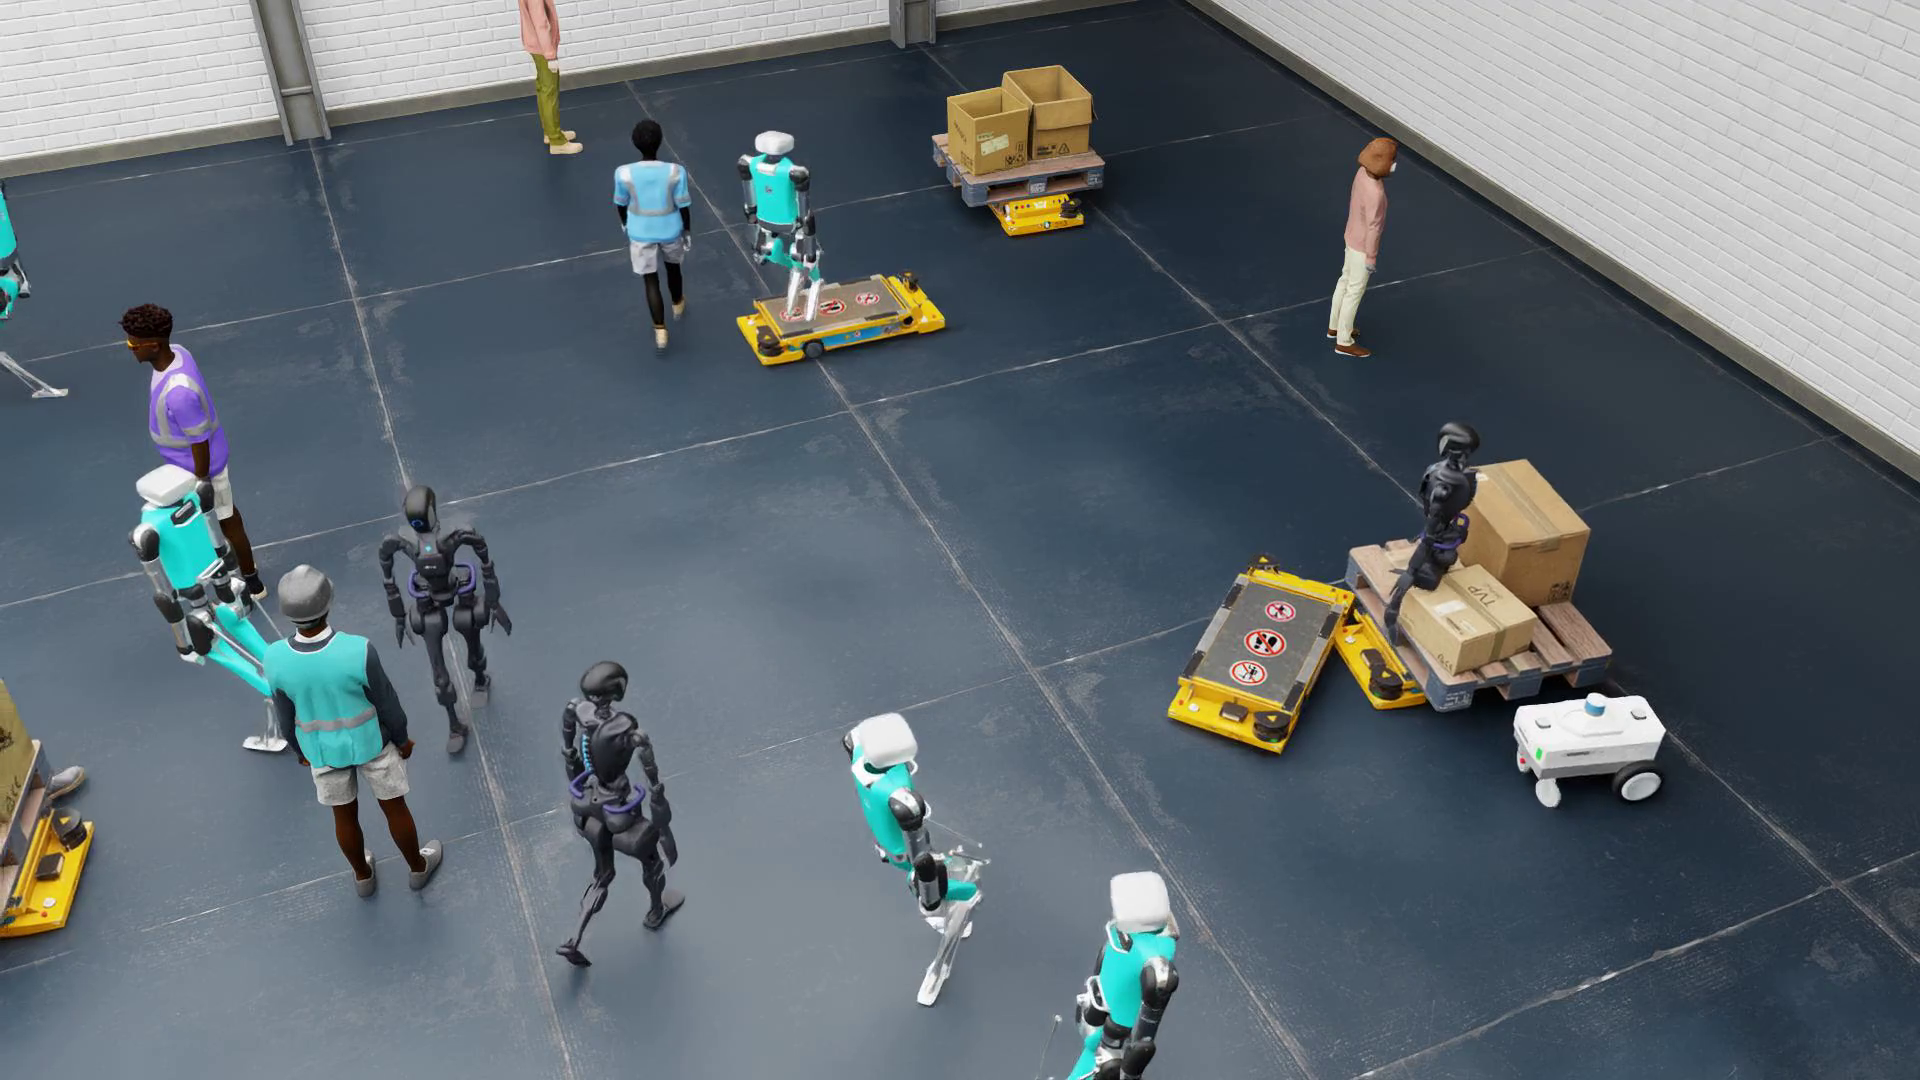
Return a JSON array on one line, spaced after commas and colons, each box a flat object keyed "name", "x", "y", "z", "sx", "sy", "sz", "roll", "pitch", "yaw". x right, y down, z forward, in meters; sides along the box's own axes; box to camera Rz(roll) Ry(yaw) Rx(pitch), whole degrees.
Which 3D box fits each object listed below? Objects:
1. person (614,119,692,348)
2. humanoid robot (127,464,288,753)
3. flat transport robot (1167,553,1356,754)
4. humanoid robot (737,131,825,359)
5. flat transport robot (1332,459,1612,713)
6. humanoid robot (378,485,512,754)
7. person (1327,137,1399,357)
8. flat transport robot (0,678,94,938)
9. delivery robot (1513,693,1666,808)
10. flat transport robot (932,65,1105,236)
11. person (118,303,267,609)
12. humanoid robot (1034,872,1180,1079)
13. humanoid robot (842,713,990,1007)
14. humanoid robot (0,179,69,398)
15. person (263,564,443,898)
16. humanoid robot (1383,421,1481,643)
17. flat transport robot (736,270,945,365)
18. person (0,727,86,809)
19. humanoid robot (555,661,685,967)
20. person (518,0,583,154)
[{"name": "person", "x": -2.198, "y": -2.227, "z": 12.040, "sx": 0.534, "sy": 1.674, "sz": 0.761, "roll": -8, "pitch": 38, "yaw": -11}, {"name": "humanoid robot", "x": -3.664, "y": 0.468, "z": 8.524, "sx": 0.659, "sy": 1.875, "sz": 0.543, "roll": 10, "pitch": 39, "yaw": 13}, {"name": "flat transport robot", "x": 1.744, "y": 0.615, "z": 9.473, "sx": 0.659, "sy": 0.231, "sz": 1.431, "roll": 17, "pitch": 41, "yaw": 21}, {"name": "humanoid robot", "x": -1.173, "y": -2.153, "z": 11.845, "sx": 0.545, "sy": 1.752, "sz": 0.762, "roll": 14, "pitch": 40, "yaw": 18}, {"name": "flat transport robot", "x": 2.907, "y": 0.587, "z": 9.509, "sx": 1.431, "sy": 0.231, "sz": 0.659, "roll": -9, "pitch": 38, "yaw": -11}, {"name": "humanoid robot", "x": -2.671, "y": 0.354, "z": 8.679, "sx": 0.596, "sy": 1.637, "sz": 0.711, "roll": -8, "pitch": 38, "yaw": -10}, {"name": "person", "x": 2.889, "y": -2.106, "z": 11.892, "sx": 0.277, "sy": 1.631, "sz": 0.506, "roll": -1, "pitch": 38, "yaw": -2}, {"name": "flat transport robot", "x": -5.053, "y": 1.686, "z": 8.078, "sx": 1.431, "sy": 0.231, "sz": 0.659, "roll": -6, "pitch": 38, "yaw": -8}, {"name": "delivery robot", "x": 3.270, "y": 1.054, "z": 8.661, "sx": 0.740, "sy": 0.587, "sz": 0.525, "roll": -4, "pitch": 38, "yaw": -6}, {"name": "flat transport robot", "x": 0.498, "y": -3.027, "z": 14.214, "sx": 0.659, "sy": 0.231, "sz": 1.431, "roll": -12, "pitch": 39, "yaw": -15}, {"name": "person", "x": -4.366, "y": -0.474, "z": 9.499, "sx": 0.367, "sy": 1.966, "sz": 0.603, "roll": -17, "pitch": 41, "yaw": -21}, {"name": "humanoid robot", "x": 0.413, "y": 2.015, "z": 6.471, "sx": 0.794, "sy": 1.803, "sz": 0.542, "roll": -6, "pitch": 38, "yaw": -8}, {"name": "humanoid robot", "x": -0.059, "y": 1.341, "z": 7.321, "sx": 0.878, "sy": 1.770, "sz": 0.586, "roll": -20, "pitch": 42, "yaw": -24}, {"name": "humanoid robot", "x": -6.782, "y": -1.701, "z": 11.302, "sx": 0.932, "sy": 1.775, "sz": 0.547, "roll": -4, "pitch": 38, "yaw": -5}, {"name": "person", "x": -2.828, "y": 0.930, "z": 7.692, "sx": 0.551, "sy": 1.941, "sz": 0.418, "roll": -5, "pitch": 38, "yaw": -6}, {"name": "humanoid robot", "x": 2.558, "y": 0.048, "z": 9.045, "sx": 0.343, "sy": 1.650, "sz": 0.590, "roll": 18, "pitch": 41, "yaw": 22}, {"name": "flat transport robot", "x": -0.894, "y": -1.667, "z": 12.444, "sx": 1.431, "sy": 0.231, "sz": 0.659, "roll": -14, "pitch": 40, "yaw": -18}, {"name": "person", "x": -4.759, "y": 0.746, "z": 7.997, "sx": 0.596, "sy": 1.857, "sz": 0.813, "roll": 30, "pitch": 47, "yaw": 33}, {"name": "humanoid robot", "x": -1.593, "y": 1.264, "z": 7.486, "sx": 0.611, "sy": 1.628, "sz": 0.644, "roll": 20, "pitch": 42, "yaw": 24}, {"name": "person", "x": -3.651, "y": -4.304, "z": 14.589, "sx": 0.352, "sy": 1.835, "sz": 0.535, "roll": -13, "pitch": 39, "yaw": -16}]
